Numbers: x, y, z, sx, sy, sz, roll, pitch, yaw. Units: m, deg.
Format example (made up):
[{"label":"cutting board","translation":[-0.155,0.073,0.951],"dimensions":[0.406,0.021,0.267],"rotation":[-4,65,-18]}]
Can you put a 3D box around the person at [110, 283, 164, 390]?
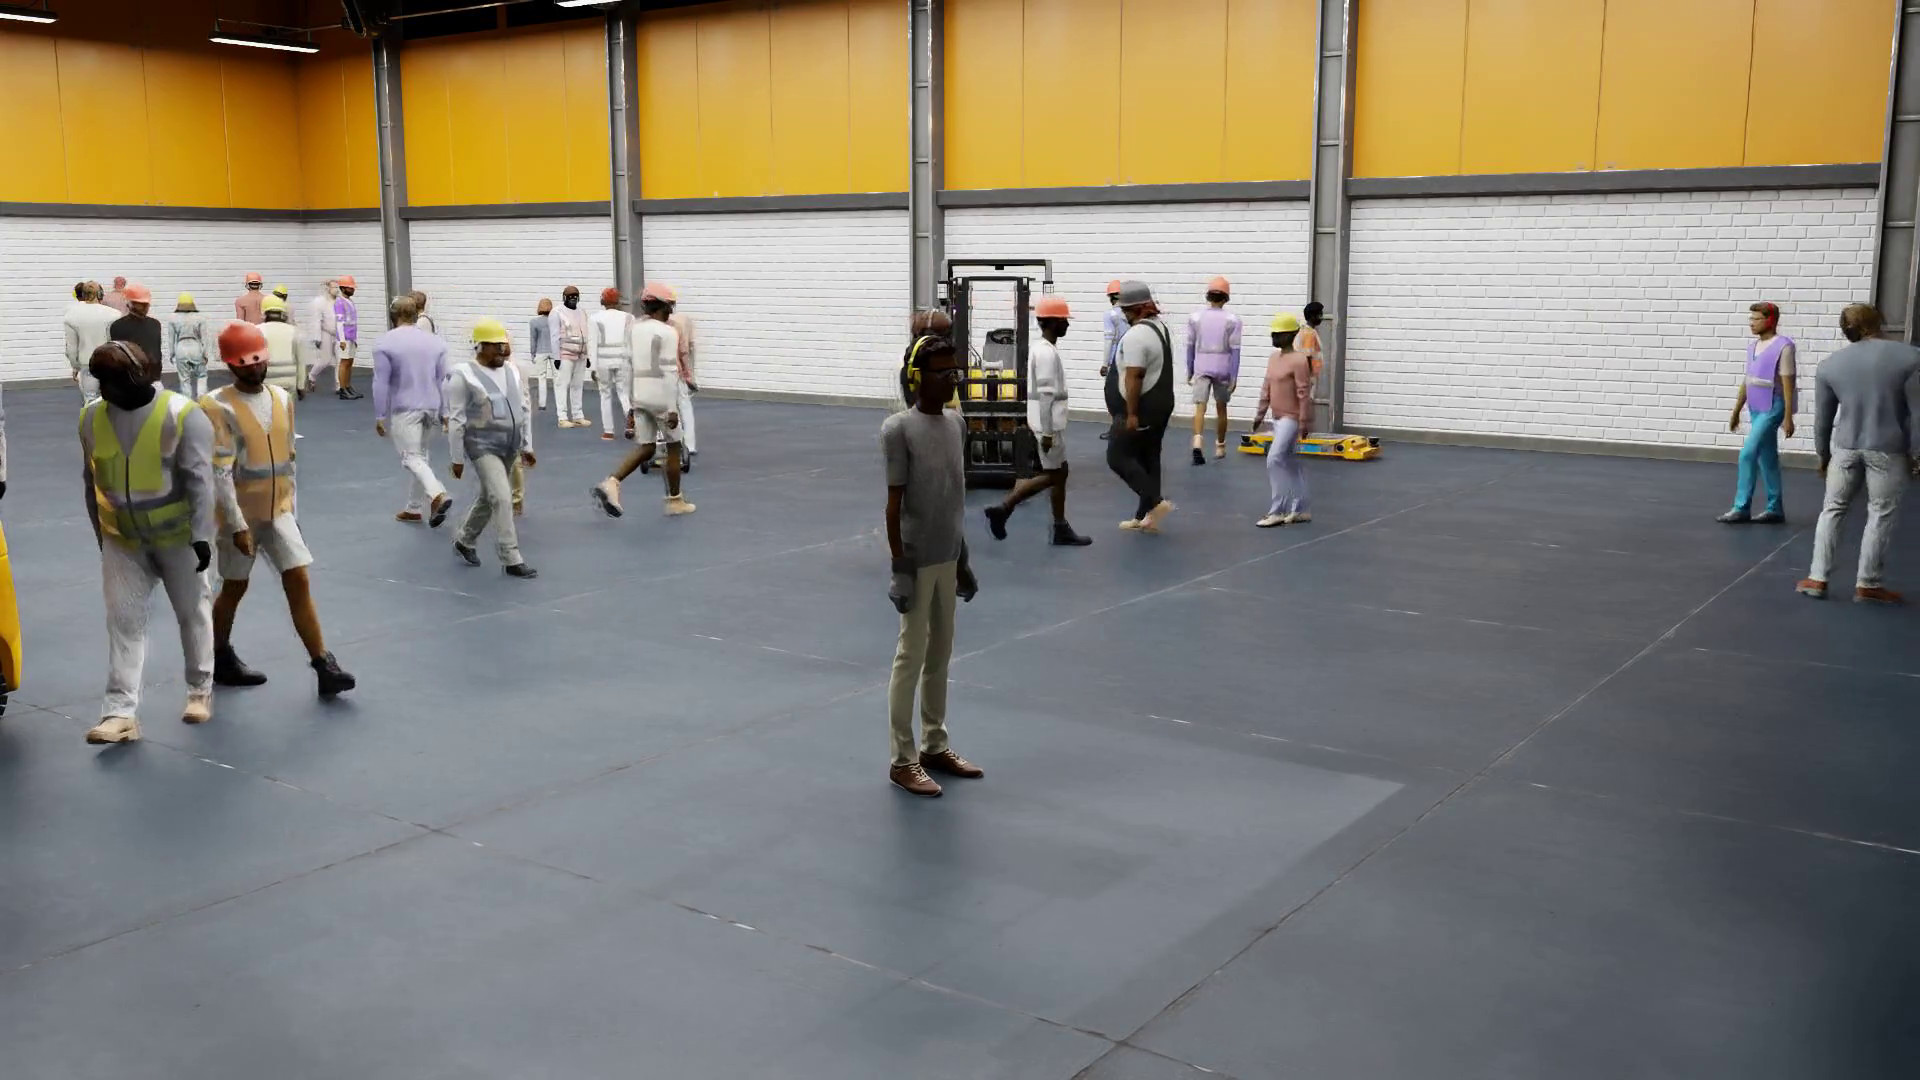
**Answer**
[{"label":"person","translation":[-8.293,-1.633,16.917],"dimensions":[1.037,1.925,0.635],"rotation":[5,11,26]}]

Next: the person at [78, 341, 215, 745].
[{"label":"person","translation":[-3.667,0.012,7.501],"dimensions":[0.651,1.796,0.888],"rotation":[-1,10,-4]}]

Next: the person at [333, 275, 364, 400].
[{"label":"person","translation":[-9.565,-3.167,26.030],"dimensions":[0.379,1.937,0.548],"rotation":[0,10,0]}]

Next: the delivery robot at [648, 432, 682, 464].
[{"label":"delivery robot","translation":[-3.051,-1.031,17.143],"dimensions":[0.477,0.478,0.707],"rotation":[-2,10,-11]}]

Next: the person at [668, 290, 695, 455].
[{"label":"person","translation":[-3.245,-1.898,18.676],"dimensions":[0.618,1.869,1.013],"rotation":[-6,11,-33]}]

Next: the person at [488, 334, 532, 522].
[{"label":"person","translation":[-3.850,-0.971,13.941],"dimensions":[0.509,1.642,0.481],"rotation":[0,10,-2]}]

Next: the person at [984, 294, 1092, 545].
[{"label":"person","translation":[0.603,-0.885,12.525],"dimensions":[0.745,1.919,0.546],"rotation":[0,10,0]}]

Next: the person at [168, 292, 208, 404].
[{"label":"person","translation":[-10.709,-2.573,23.098],"dimensions":[0.506,1.734,0.363],"rotation":[-4,10,-23]}]

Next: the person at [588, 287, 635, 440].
[{"label":"person","translation":[-4.113,-2.086,19.844],"dimensions":[0.587,1.865,0.743],"rotation":[-5,11,-26]}]

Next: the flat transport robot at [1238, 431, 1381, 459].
[{"label":"flat transport robot","translation":[3.881,-1.066,18.475],"dimensions":[1.431,0.197,0.652],"rotation":[6,11,30]}]

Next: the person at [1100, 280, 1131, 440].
[{"label":"person","translation":[1.895,-2.172,20.128],"dimensions":[0.551,1.928,0.375],"rotation":[-8,13,-41]}]

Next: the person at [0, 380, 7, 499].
[{"label":"person","translation":[-6.076,-0.461,10.050],"dimensions":[0.586,1.894,0.876],"rotation":[-4,10,-21]}]

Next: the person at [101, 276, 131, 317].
[{"label":"person","translation":[-14.400,-3.583,28.631],"dimensions":[0.641,1.900,0.404],"rotation":[-5,11,-29]}]

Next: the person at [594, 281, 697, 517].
[{"label":"person","translation":[-2.617,-1.158,13.897],"dimensions":[0.651,2.005,0.854],"rotation":[8,12,39]}]

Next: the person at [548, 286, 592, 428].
[{"label":"person","translation":[-5.052,-2.385,21.672],"dimensions":[0.430,1.841,0.624],"rotation":[6,11,33]}]

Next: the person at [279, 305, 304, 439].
[{"label":"person","translation":[-8.241,-2.037,20.186],"dimensions":[0.523,1.639,0.309],"rotation":[8,12,38]}]

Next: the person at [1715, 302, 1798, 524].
[{"label":"person","translation":[6.464,-1.021,13.579],"dimensions":[0.768,1.815,0.610],"rotation":[0,10,0]}]

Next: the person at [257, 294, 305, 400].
[{"label":"person","translation":[-7.067,-1.635,17.237],"dimensions":[0.535,1.822,0.601],"rotation":[9,13,43]}]

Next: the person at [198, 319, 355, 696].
[{"label":"person","translation":[-3.454,-0.146,8.219],"dimensions":[0.988,1.877,0.570],"rotation":[5,11,29]}]

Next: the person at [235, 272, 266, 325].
[{"label":"person","translation":[-10.687,-3.074,25.305],"dimensions":[0.619,1.994,0.381],"rotation":[-8,12,-39]}]

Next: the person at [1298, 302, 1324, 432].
[{"label":"person","translation":[4.056,-1.916,19.319],"dimensions":[0.318,1.691,0.532],"rotation":[2,10,9]}]

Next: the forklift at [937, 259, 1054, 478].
[{"label":"forklift","translation":[0.370,-1.738,16.759],"dimensions":[1.214,2.155,2.313],"rotation":[1,10,3]}]

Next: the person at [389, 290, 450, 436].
[{"label":"person","translation":[-6.565,-2.180,20.565],"dimensions":[0.956,1.814,0.511],"rotation":[-1,10,-7]}]

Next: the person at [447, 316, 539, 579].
[{"label":"person","translation":[-3.277,-0.652,11.521],"dimensions":[0.916,1.795,0.586],"rotation":[6,11,30]}]

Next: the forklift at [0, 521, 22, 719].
[{"label":"forklift","translation":[-5.296,-0.090,6.943],"dimensions":[1.214,2.155,2.313],"rotation":[7,12,35]}]

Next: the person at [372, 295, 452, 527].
[{"label":"person","translation":[-4.360,-1.030,13.464],"dimensions":[0.917,1.901,0.649],"rotation":[8,12,39]}]

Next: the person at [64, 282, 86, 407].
[{"label":"person","translation":[-12.839,-2.850,24.387],"dimensions":[0.559,1.853,0.386],"rotation":[-7,12,-36]}]

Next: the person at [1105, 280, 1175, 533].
[{"label":"person","translation":[1.411,-1.050,13.118],"dimensions":[0.543,2.000,0.704],"rotation":[5,11,28]}]

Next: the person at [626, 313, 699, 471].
[{"label":"person","translation":[-3.062,-1.624,17.088],"dimensions":[1.007,1.853,0.658],"rotation":[9,13,44]}]

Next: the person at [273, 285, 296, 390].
[{"label":"person","translation":[-11.369,-3.393,27.923],"dimensions":[0.521,1.758,0.349],"rotation":[2,10,14]}]

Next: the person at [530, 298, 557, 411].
[{"label":"person","translation":[-5.937,-2.665,23.974],"dimensions":[0.496,1.625,0.279],"rotation":[-4,10,-22]}]

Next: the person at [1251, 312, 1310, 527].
[{"label":"person","translation":[2.591,-0.975,13.572],"dimensions":[0.686,1.742,0.536],"rotation":[-2,10,-14]}]

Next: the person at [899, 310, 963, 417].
[{"label":"person","translation":[-0.204,-0.662,11.445],"dimensions":[0.447,1.826,0.653],"rotation":[3,10,17]}]

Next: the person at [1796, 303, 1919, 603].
[{"label":"person","translation":[5.695,-0.531,10.493],"dimensions":[0.385,1.899,0.704],"rotation":[-9,13,-42]}]

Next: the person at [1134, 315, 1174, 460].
[{"label":"person","translation":[1.804,-1.381,16.168],"dimensions":[0.540,1.673,0.630],"rotation":[-1,10,-8]}]

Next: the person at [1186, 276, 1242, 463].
[{"label":"person","translation":[2.716,-1.831,17.898],"dimensions":[0.612,2.013,1.004],"rotation":[3,10,16]}]

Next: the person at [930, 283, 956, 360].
[{"label":"person","translation":[-0.177,-2.068,19.559],"dimensions":[0.393,1.915,0.587],"rotation":[-6,11,-33]}]

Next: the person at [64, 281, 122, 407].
[{"label":"person","translation":[-9.752,-1.957,18.838],"dimensions":[0.627,1.934,0.370],"rotation":[-2,10,-13]}]

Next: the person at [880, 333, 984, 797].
[{"label":"person","translation":[-0.111,0.100,6.808],"dimensions":[0.328,1.862,0.512],"rotation":[7,12,34]}]

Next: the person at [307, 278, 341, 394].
[{"label":"person","translation":[-10.246,-3.296,26.973],"dimensions":[0.744,1.877,0.664],"rotation":[6,11,31]}]
